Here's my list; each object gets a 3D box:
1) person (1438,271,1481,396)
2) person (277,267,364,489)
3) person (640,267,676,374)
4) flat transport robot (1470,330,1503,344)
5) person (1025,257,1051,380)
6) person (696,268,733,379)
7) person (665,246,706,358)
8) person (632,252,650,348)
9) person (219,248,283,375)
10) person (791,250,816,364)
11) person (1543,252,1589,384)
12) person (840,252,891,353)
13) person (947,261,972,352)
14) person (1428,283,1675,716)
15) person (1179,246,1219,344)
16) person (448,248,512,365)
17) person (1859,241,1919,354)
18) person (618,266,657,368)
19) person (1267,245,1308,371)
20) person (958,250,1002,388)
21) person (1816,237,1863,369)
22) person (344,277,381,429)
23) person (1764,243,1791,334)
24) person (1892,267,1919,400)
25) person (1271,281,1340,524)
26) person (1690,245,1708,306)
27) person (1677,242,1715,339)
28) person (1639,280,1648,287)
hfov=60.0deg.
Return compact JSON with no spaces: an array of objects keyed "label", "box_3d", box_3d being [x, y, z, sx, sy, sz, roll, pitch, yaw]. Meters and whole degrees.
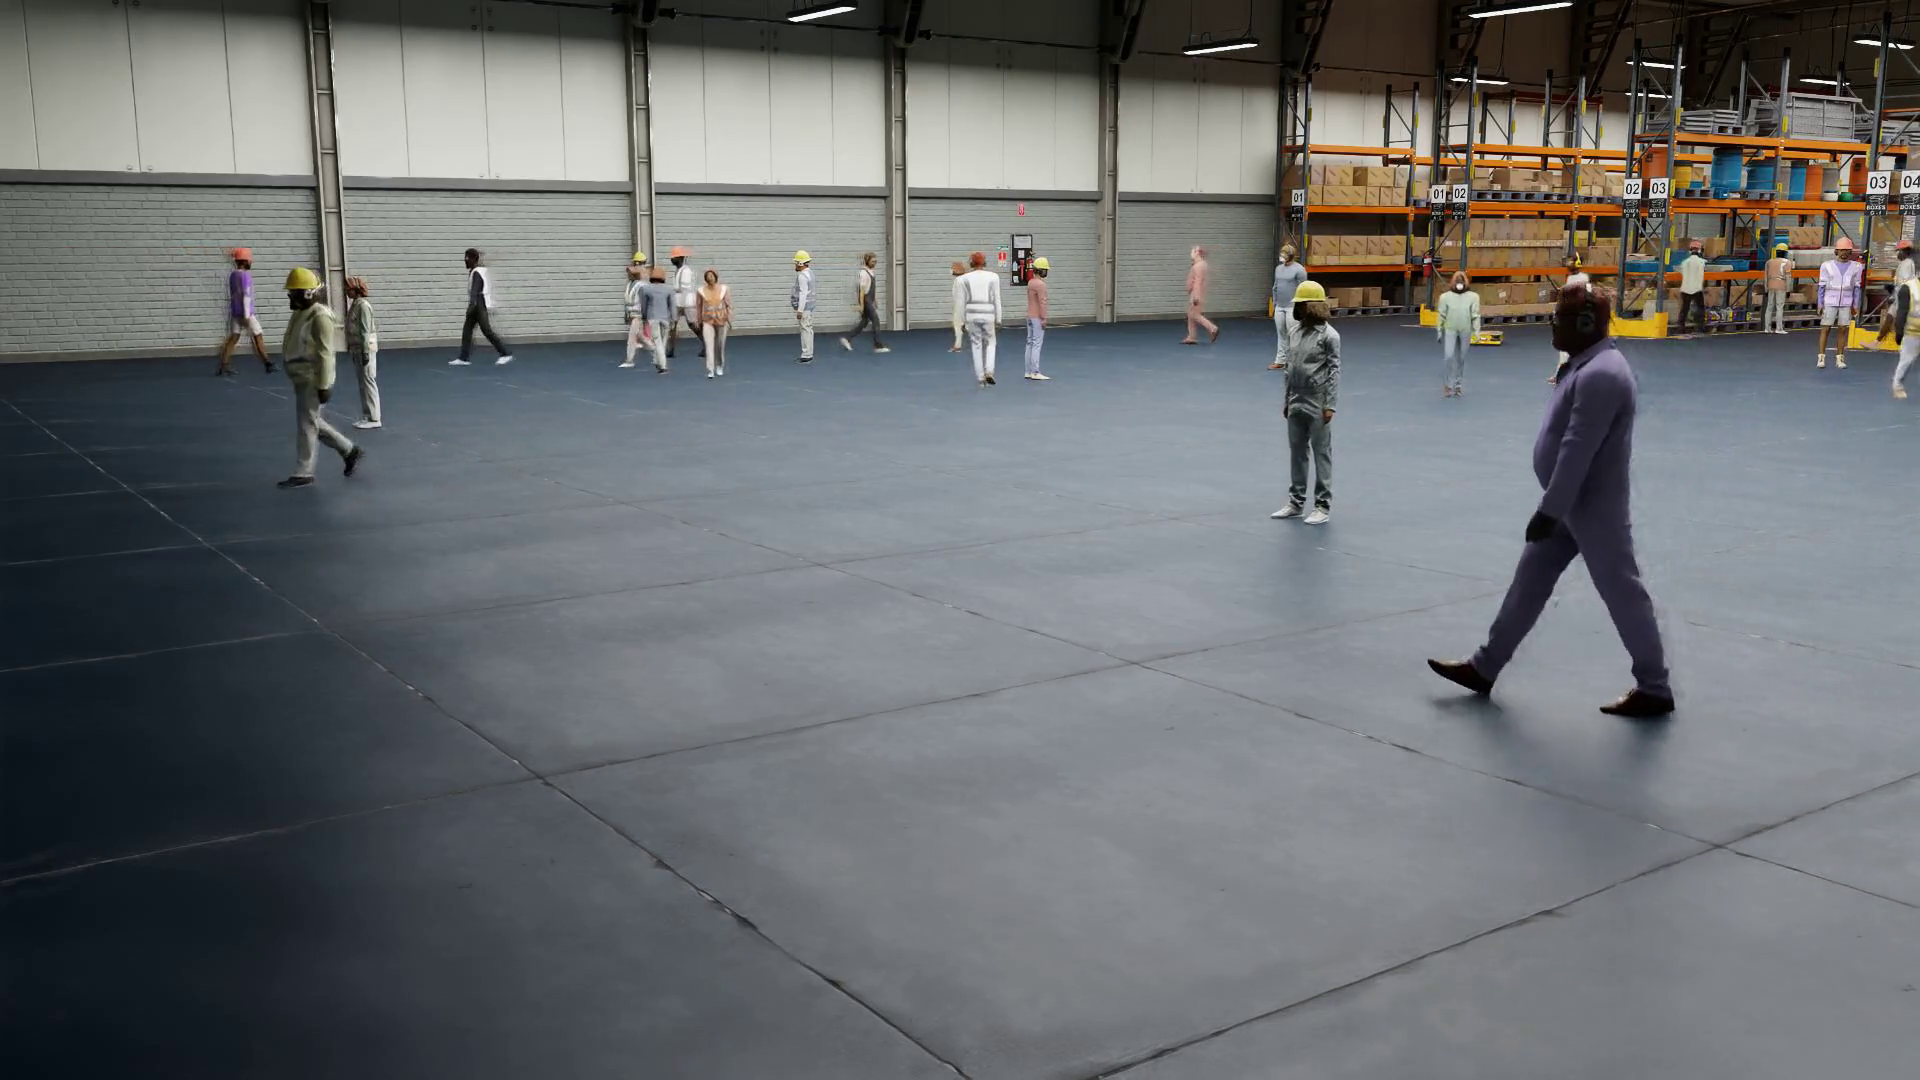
[{"label":"person","box_3d":[6.441,-2.647,21.446,0.520,1.602,0.725,2,10,10]},{"label":"person","box_3d":[-5.335,-1.345,13.766,0.756,1.811,0.612,-9,14,-41]},{"label":"person","box_3d":[-4.589,-3.324,25.202,0.492,1.583,0.831,-5,11,-25]},{"label":"flat transport robot","box_3d":[10.089,-3.902,32.001,0.652,0.197,1.431,4,11,20]},{"label":"person","box_3d":[1.139,-3.193,24.041,0.336,1.761,0.524,-4,11,-20]},{"label":"person","box_3d":[-3.619,-3.201,24.508,0.520,1.603,0.828,-2,10,-10]},{"label":"person","box_3d":[-4.667,-4.043,28.324,0.959,1.900,0.550,-7,12,-33]},{"label":"person","box_3d":[-5.929,-4.460,30.961,0.309,1.769,0.525,-3,11,-14]},{"label":"person","box_3d":[-10.685,-3.402,24.842,0.563,1.885,0.987,9,13,40]},{"label":"person","box_3d":[-2.553,-3.787,27.090,0.403,1.833,0.586,1,10,7]},{"label":"person","box_3d":[8.415,-3.068,23.139,0.763,1.837,0.571,-1,10,-6]},{"label":"person","box_3d":[-1.711,-4.212,29.519,0.892,1.800,0.565,1,10,7]},{"label":"person","box_3d":[0.045,-4.191,29.863,0.497,1.617,0.516,0,10,-3]},{"label":"person","box_3d":[2.635,-0.166,7.183,1.031,1.856,0.644,1,10,8]},{"label":"person","box_3d":[4.582,-4.669,31.774,0.687,1.882,0.654,2,10,9]},{"label":"person","box_3d":[-7.742,-3.752,26.794,0.963,1.877,0.592,-5,11,-25]},{"label":"person","box_3d":[16.663,-4.309,29.540,1.041,1.975,0.603,8,13,38]},{"label":"person","box_3d":[-5.091,-3.546,26.384,0.779,1.608,0.525,-8,13,-38]},{"label":"person","box_3d":[5.035,-3.556,25.544,0.372,1.935,0.627,-7,13,-34]},{"label":"person","box_3d":[0.276,-3.013,22.735,0.601,1.866,0.428,0,10,2]},{"label":"person","box_3d":[13.756,-3.701,26.040,0.605,2.044,0.375,3,11,16]},{"label":"person","box_3d":[-6.443,-2.014,17.932,0.314,1.629,0.508,-7,13,-35]},{"label":"person","box_3d":[17.367,-5.336,35.319,0.367,1.927,0.585,-6,12,-31]},{"label":"person","box_3d":[11.951,-2.603,20.704,0.643,1.807,0.900,1,10,7]},{"label":"person","box_3d":[2.505,-0.986,11.977,0.315,1.743,0.487,-7,12,-33]},{"label":"person","box_3d":[16.798,-5.778,37.901,0.328,1.872,0.515,-9,13,-39]},{"label":"person","box_3d":[14.872,-5.029,33.587,0.940,1.943,0.641,-4,11,-20]},{"label":"person","box_3d":[18.734,-7.153,45.250,0.368,1.939,0.542,-7,12,-32]}]
